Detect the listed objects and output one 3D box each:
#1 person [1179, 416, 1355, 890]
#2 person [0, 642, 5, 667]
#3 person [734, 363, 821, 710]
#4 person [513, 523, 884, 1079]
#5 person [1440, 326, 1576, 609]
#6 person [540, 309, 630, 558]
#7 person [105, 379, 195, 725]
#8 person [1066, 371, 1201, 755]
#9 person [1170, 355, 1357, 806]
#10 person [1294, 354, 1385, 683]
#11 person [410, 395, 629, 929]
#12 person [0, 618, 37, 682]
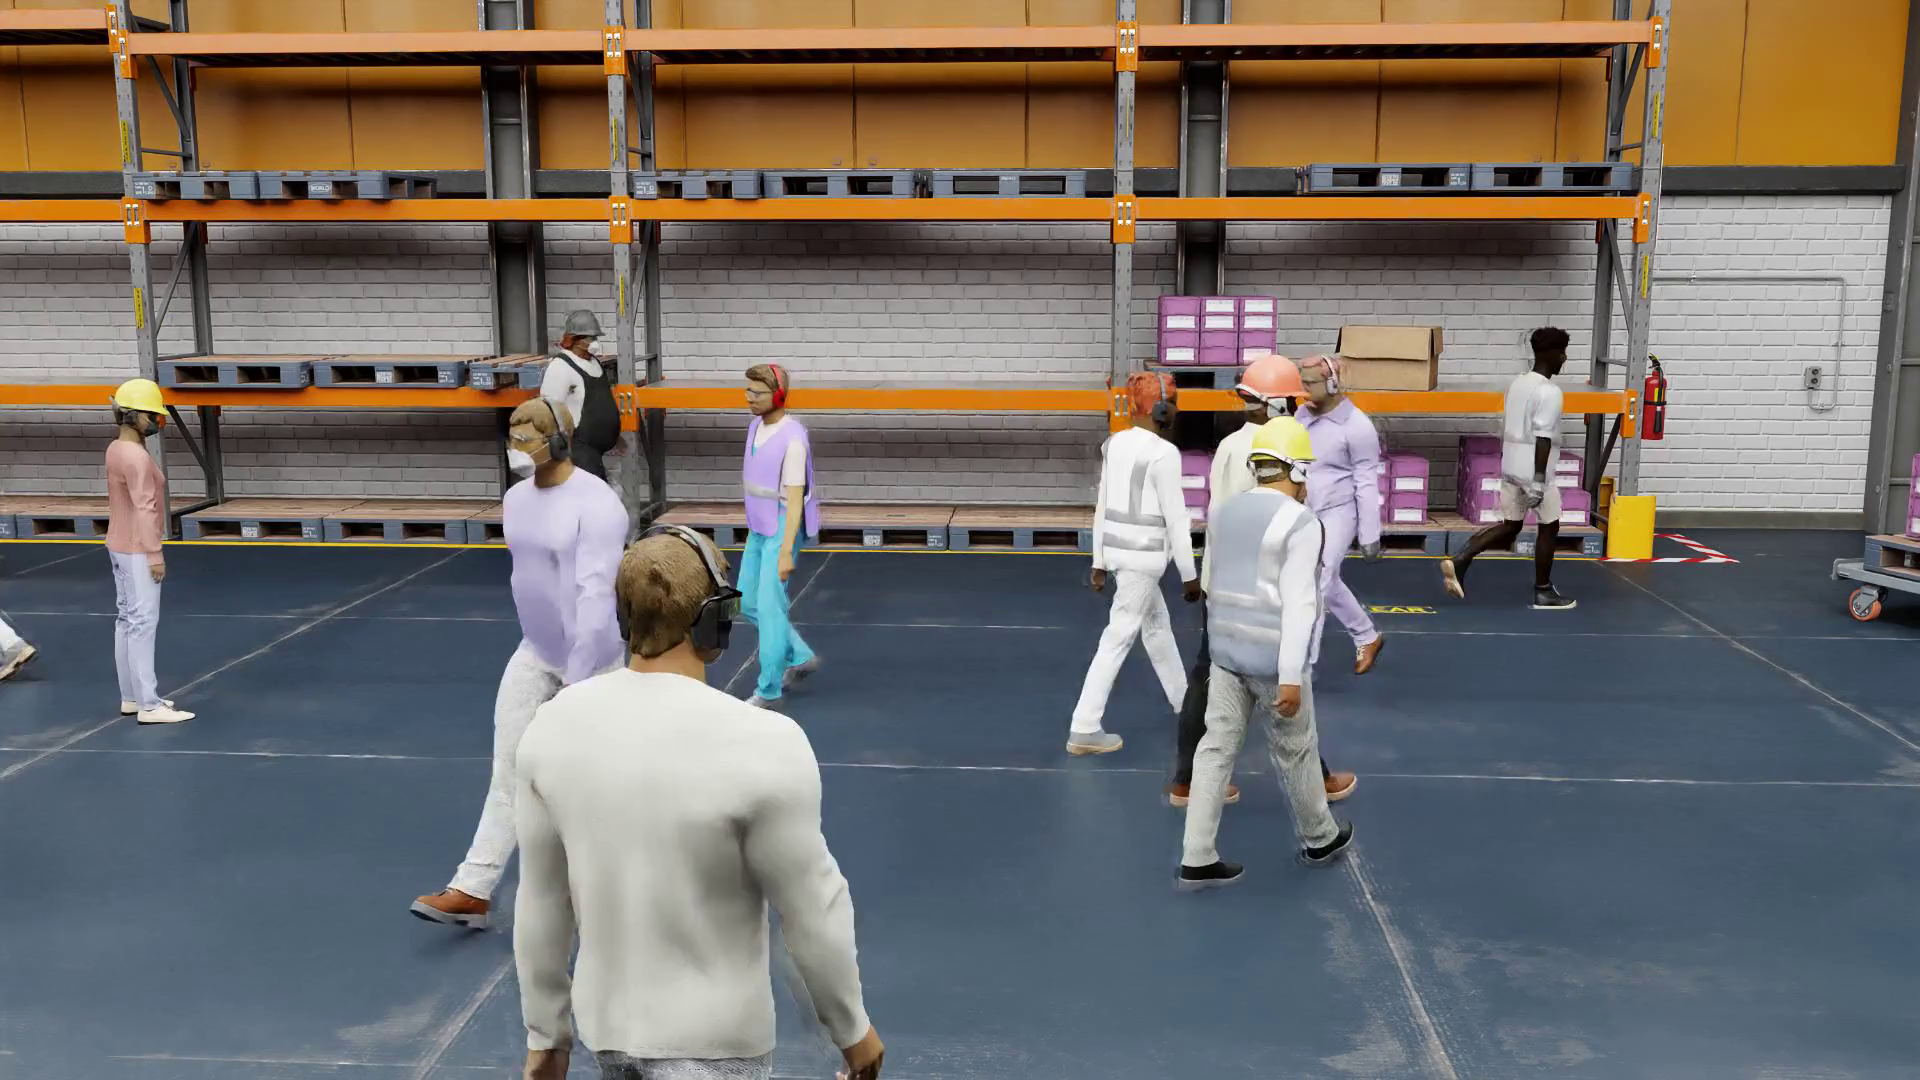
[{"bbox_3d":[1.177,0.424,6.350,0.874,1.770,0.612,-7,12,-34],"label":"person"},{"bbox_3d":[-3.976,0.376,6.375,0.479,1.857,0.550,7,12,36],"label":"person"},{"bbox_3d":[-0.994,-0.012,8.712,0.525,1.832,0.618,-5,11,-27],"label":"person"},{"bbox_3d":[-0.469,0.901,3.203,0.641,1.886,1.013,6,12,33],"label":"person"},{"bbox_3d":[3.737,-0.472,11.144,0.820,1.935,0.607,-2,10,-11],"label":"person"},{"bbox_3d":[-2.964,-0.829,12.895,1.063,2.000,0.683,2,10,11],"label":"person"},{"bbox_3d":[-4.180,0.060,8.519,0.337,1.759,0.525,-8,12,-38],"label":"person"},{"bbox_3d":[0.926,0.104,8.036,0.990,1.832,0.573,-4,10,-22],"label":"person"},{"bbox_3d":[1.332,0.188,7.173,0.921,1.955,0.627,-3,10,-19],"label":"person"},{"bbox_3d":[2.069,-0.106,9.229,0.949,1.862,0.647,-5,11,-28],"label":"person"},{"bbox_3d":[-1.476,0.448,5.860,0.636,1.892,0.991,7,12,35],"label":"person"},{"bbox_3d":[-5.642,-0.075,9.066,0.938,1.852,0.581,-2,10,-12],"label":"person"}]
